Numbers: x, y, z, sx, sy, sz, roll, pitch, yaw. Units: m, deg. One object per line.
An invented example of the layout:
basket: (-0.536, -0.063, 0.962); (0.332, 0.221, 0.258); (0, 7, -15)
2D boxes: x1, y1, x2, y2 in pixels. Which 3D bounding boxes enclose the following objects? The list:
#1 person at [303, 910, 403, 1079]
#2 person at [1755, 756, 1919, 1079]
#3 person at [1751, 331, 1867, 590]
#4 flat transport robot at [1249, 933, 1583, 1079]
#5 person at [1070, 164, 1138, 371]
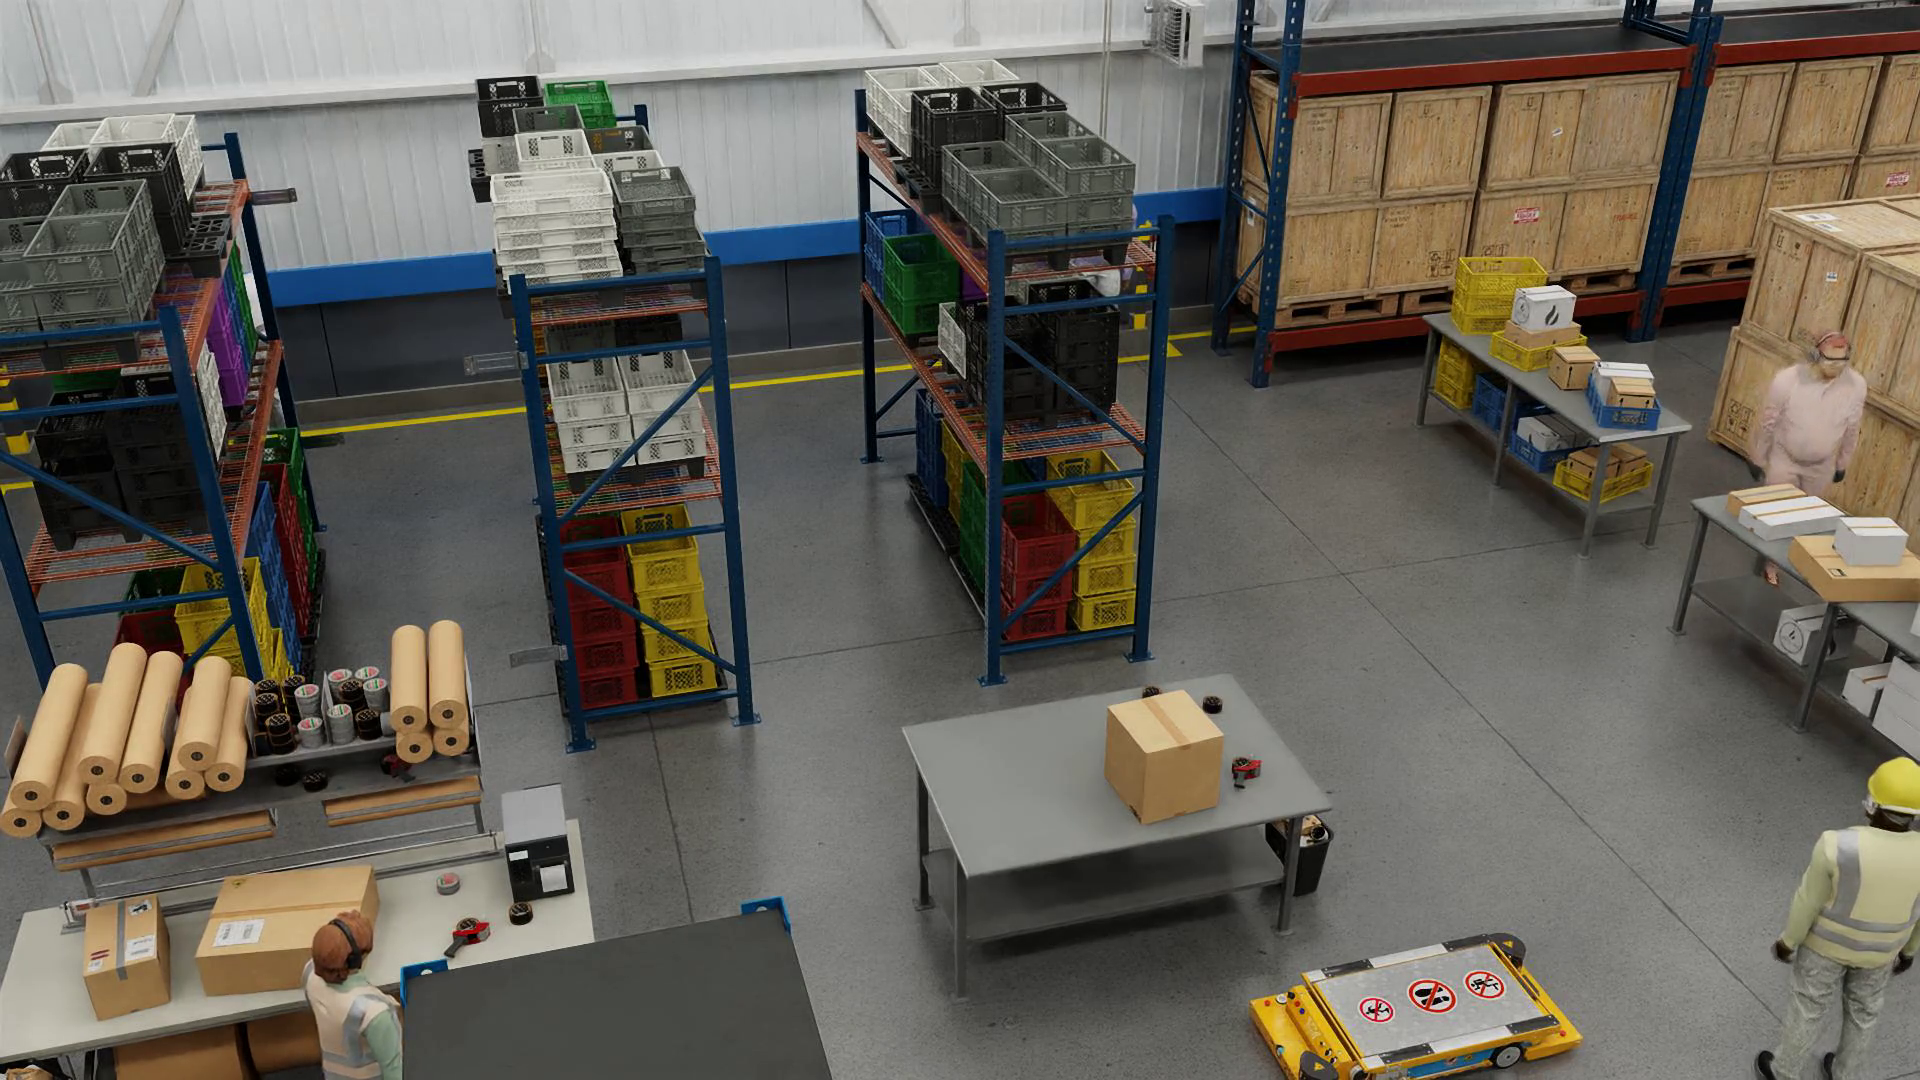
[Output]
person: (-2.395, 2.191, 6.743); (0.514, 1.632, 0.312); (21, 35, 33)
person: (3.941, 1.742, 7.354); (0.599, 1.829, 0.404); (2, 29, 4)
person: (5.835, -0.590, 11.543); (0.659, 1.887, 0.701); (4, 29, 8)
flat transport robot: (2.184, 2.282, 7.980); (1.431, 0.197, 0.652); (-8, 30, -14)
person: (1.247, -2.417, 14.826); (0.629, 1.932, 0.363); (9, 30, 16)
